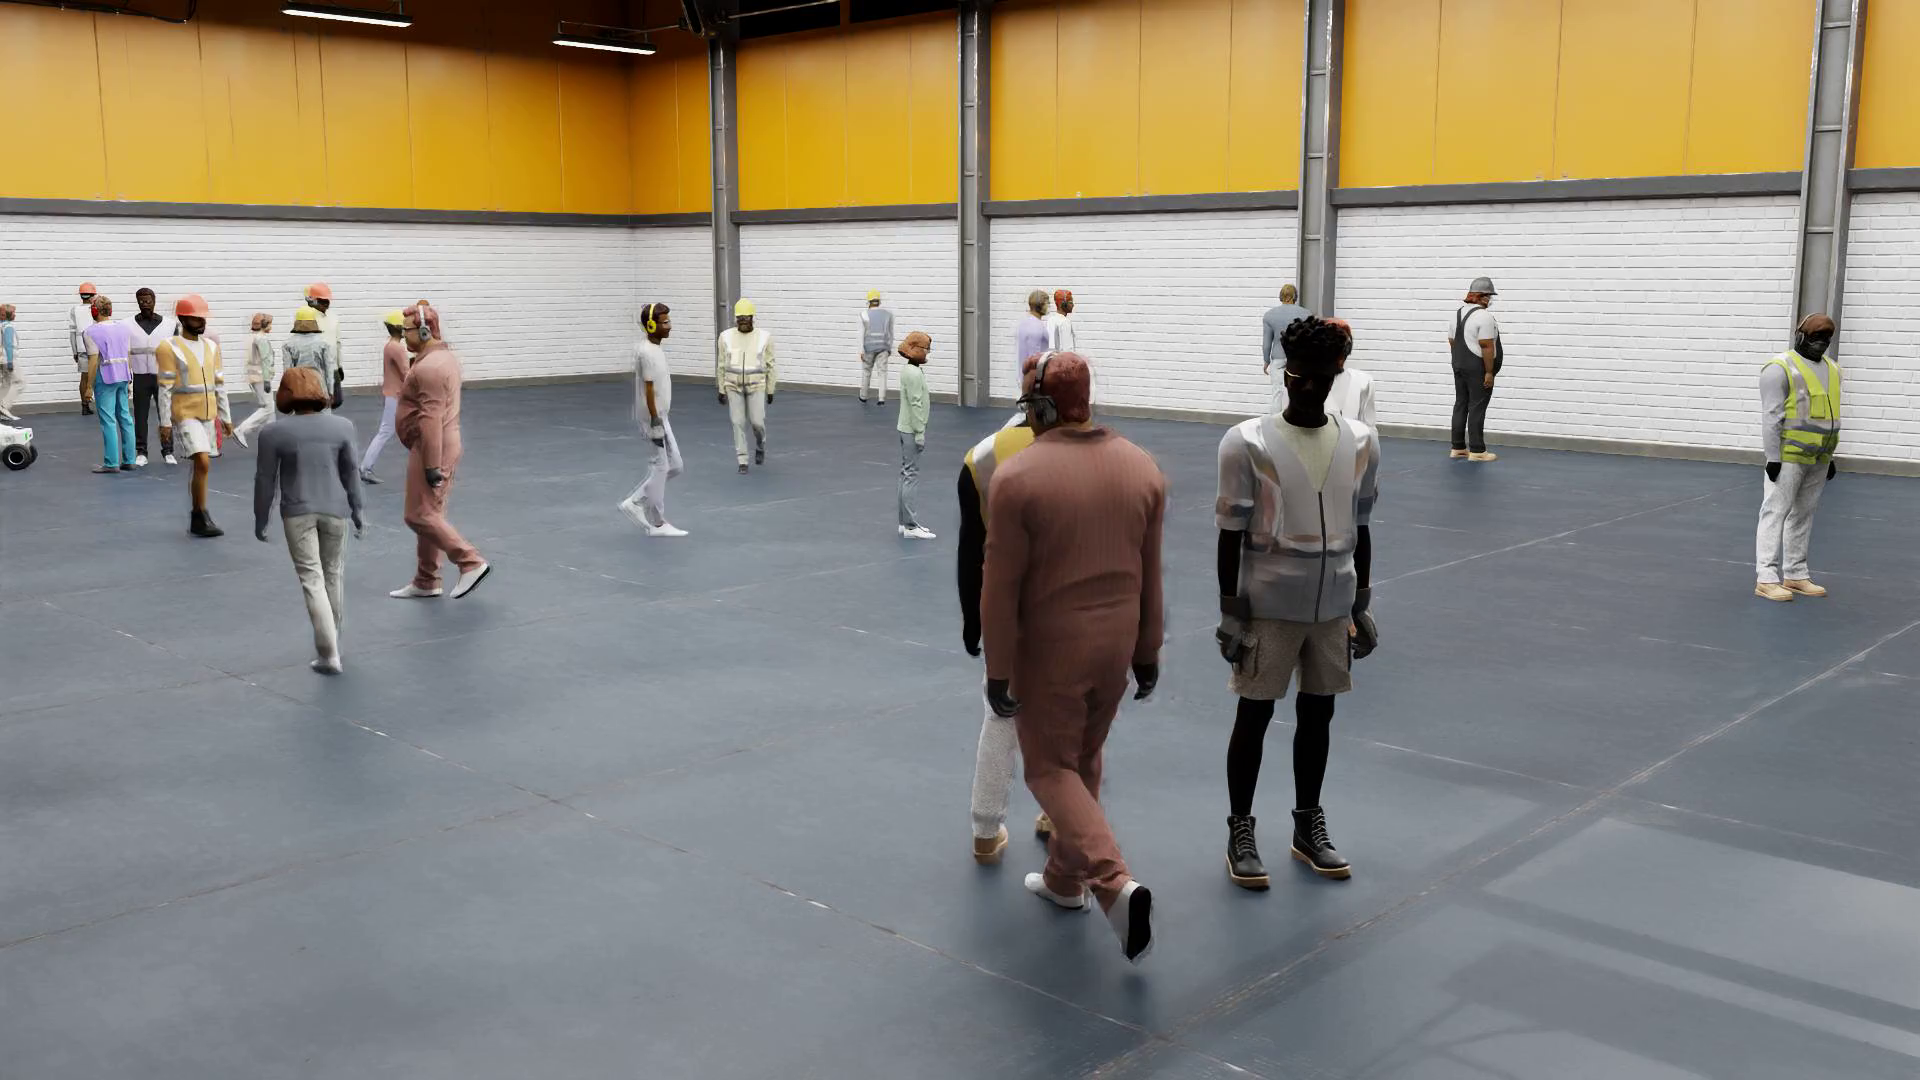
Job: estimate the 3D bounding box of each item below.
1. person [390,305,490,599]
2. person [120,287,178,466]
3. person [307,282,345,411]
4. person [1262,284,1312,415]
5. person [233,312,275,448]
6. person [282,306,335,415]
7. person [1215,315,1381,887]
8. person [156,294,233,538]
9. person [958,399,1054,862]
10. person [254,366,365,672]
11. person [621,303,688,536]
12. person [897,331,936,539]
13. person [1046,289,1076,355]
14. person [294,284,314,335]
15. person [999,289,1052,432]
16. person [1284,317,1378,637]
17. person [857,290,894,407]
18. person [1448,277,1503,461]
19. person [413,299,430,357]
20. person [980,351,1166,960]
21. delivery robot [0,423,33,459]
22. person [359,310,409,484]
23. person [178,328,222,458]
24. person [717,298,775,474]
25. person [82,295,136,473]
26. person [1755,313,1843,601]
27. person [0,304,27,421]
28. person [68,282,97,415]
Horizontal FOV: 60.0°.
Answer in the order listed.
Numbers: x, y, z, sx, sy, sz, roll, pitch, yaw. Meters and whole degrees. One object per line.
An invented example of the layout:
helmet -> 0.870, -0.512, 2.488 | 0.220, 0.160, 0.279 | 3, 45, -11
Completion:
person -> -3.363, -0.541, 10.586 | 0.606, 1.897, 0.652 | -1, 9, -7
person -> -8.753, -1.766, 18.016 | 0.590, 1.920, 0.399 | -4, 10, -24
person -> -7.545, -2.043, 19.550 | 0.638, 1.970, 0.637 | 3, 10, 20
person -> 4.091, -2.228, 20.802 | 0.627, 1.934, 0.370 | 3, 10, 15
person -> -8.150, -1.825, 19.273 | 0.511, 1.617, 0.540 | -5, 11, -28
person -> -6.673, -1.525, 17.071 | 0.490, 1.743, 0.324 | -3, 10, -17
person -> 1.163, 0.213, 5.735 | 0.610, 1.963, 0.366 | -3, 10, -16
person -> -5.955, -0.971, 13.128 | 0.644, 1.918, 0.578 | 4, 10, 22
person -> 0.313, 0.257, 6.010 | 0.657, 1.794, 0.539 | 2, 9, 13
person -> -3.494, -0.125, 8.892 | 0.522, 1.592, 0.796 | -7, 12, -38
person -> -2.419, -0.933, 13.118 | 0.456, 1.851, 0.522 | 1, 9, 4
person -> -0.354, -0.832, 13.157 | 0.278, 1.633, 0.499 | -1, 9, -9
person -> 1.173, -1.934, 19.155 | 0.352, 1.883, 0.579 | -3, 10, -20
person -> -8.319, -2.338, 21.493 | 0.585, 1.929, 0.370 | 5, 11, 29
person -> 0.726, -1.703, 17.665 | 0.851, 1.912, 0.640 | -1, 9, -7
person -> 2.166, -0.394, 9.839 | 0.584, 1.847, 0.942 | -3, 10, -16
person -> -1.326, -2.968, 25.775 | 0.596, 1.794, 0.799 | -2, 10, -14
person -> 5.769, -1.908, 18.510 | 0.536, 2.000, 0.688 | -3, 10, -17
person -> -8.661, -3.070, 26.900 | 0.499, 1.626, 0.273 | 4, 10, 22
person -> 0.384, 0.350, 5.197 | 0.661, 1.876, 0.824 | -6, 11, -31
delivery robot -> -10.228, -1.064, 17.592 | 0.707, 0.478, 0.477 | -4, 10, -21
person -> -5.591, -1.420, 16.521 | 0.923, 1.718, 0.524 | -4, 10, -25
person -> -8.548, -1.797, 18.668 | 0.528, 1.767, 0.330 | 1, 9, 5
person -> -2.224, -1.598, 17.292 | 0.597, 1.817, 0.495 | 0, 9, -1
person -> -8.833, -1.612, 17.286 | 0.388, 1.848, 0.564 | 3, 10, 17
person -> 5.415, -0.533, 10.704 | 0.621, 1.840, 0.430 | -4, 10, -24
person -> -13.270, -2.465, 23.194 | 0.530, 1.624, 0.365 | 8, 12, 41
person -> -12.592, -2.767, 24.126 | 0.545, 1.929, 0.388 | 0, 9, 0
